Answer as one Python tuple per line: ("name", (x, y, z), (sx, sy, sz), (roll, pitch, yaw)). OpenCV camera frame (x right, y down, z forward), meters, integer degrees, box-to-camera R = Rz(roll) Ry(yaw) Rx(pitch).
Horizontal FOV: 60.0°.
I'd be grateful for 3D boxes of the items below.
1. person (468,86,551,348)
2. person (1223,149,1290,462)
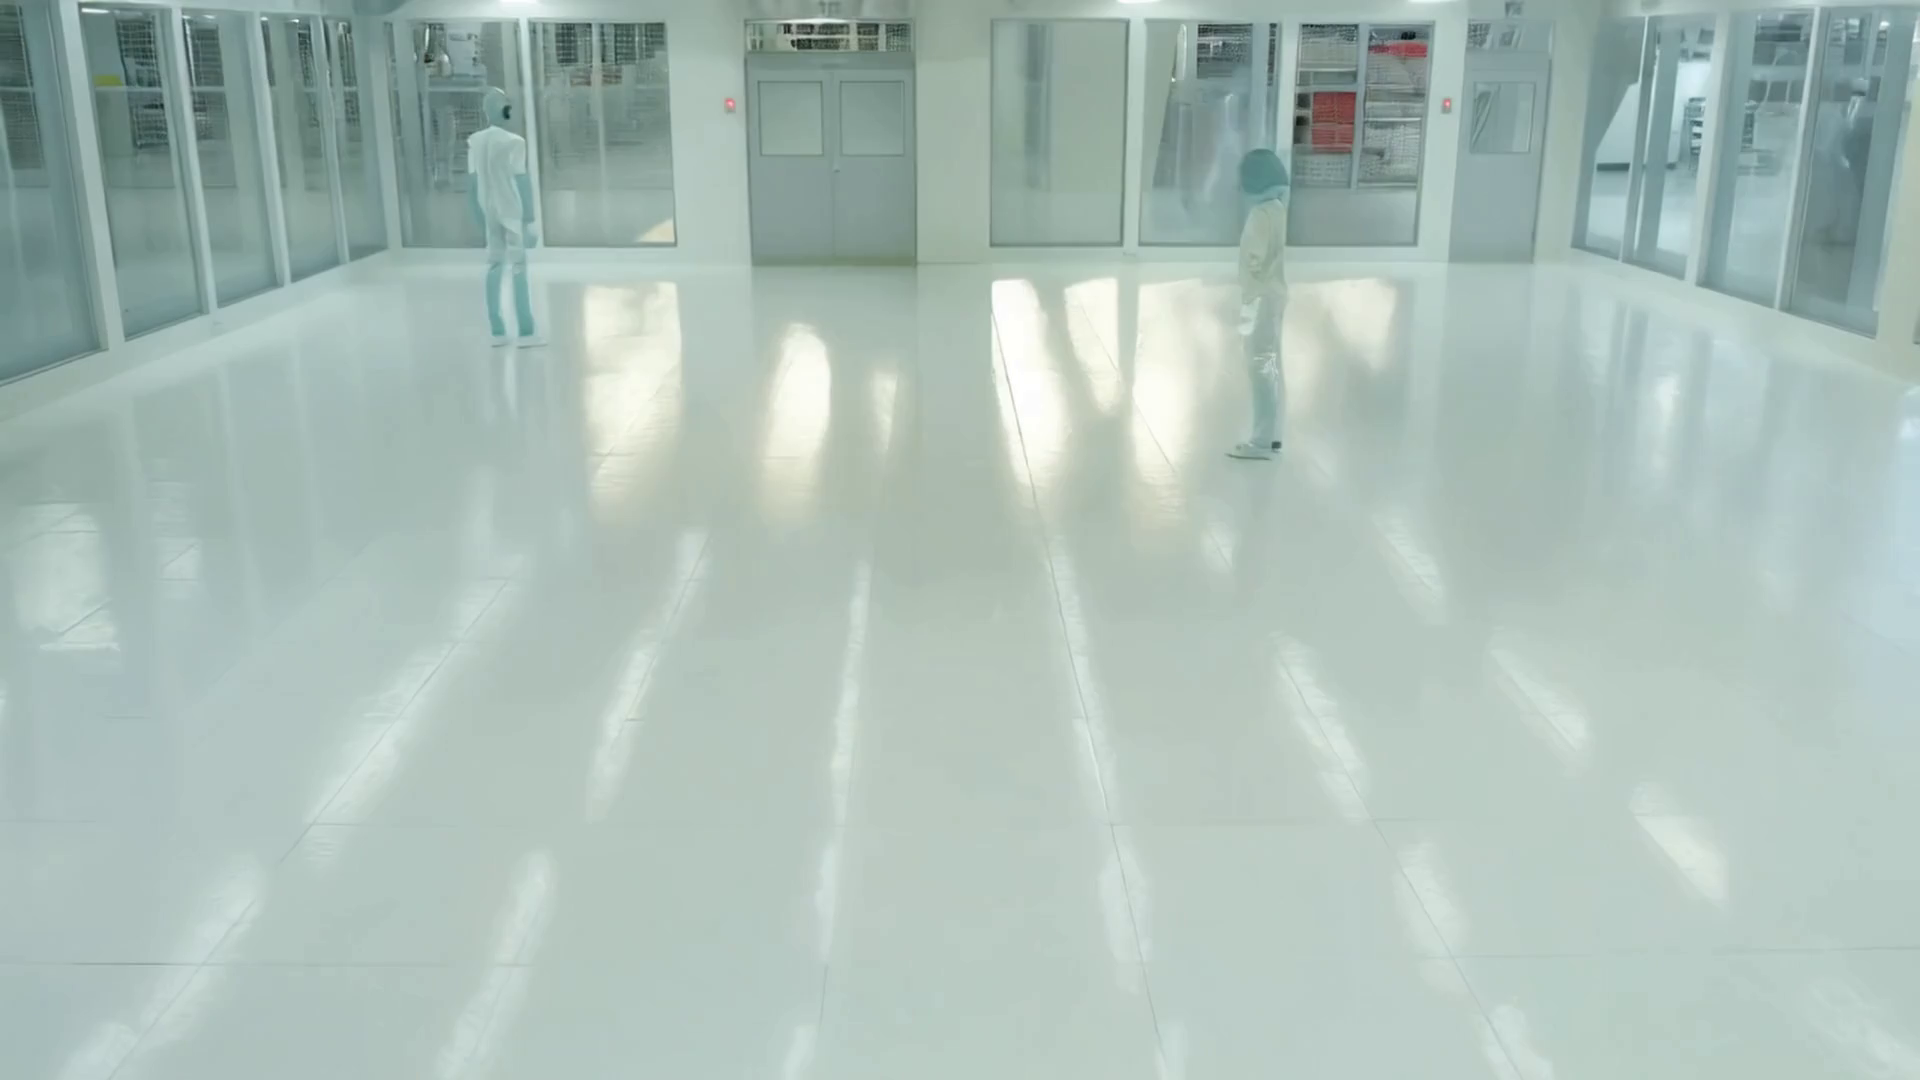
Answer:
("person", (-3.318, -2.336, 12.122), (0.517, 1.873, 0.334), (7, 18, 21))
("person", (1.584, -1.228, 8.777), (0.280, 1.624, 0.494), (6, 17, 19))
